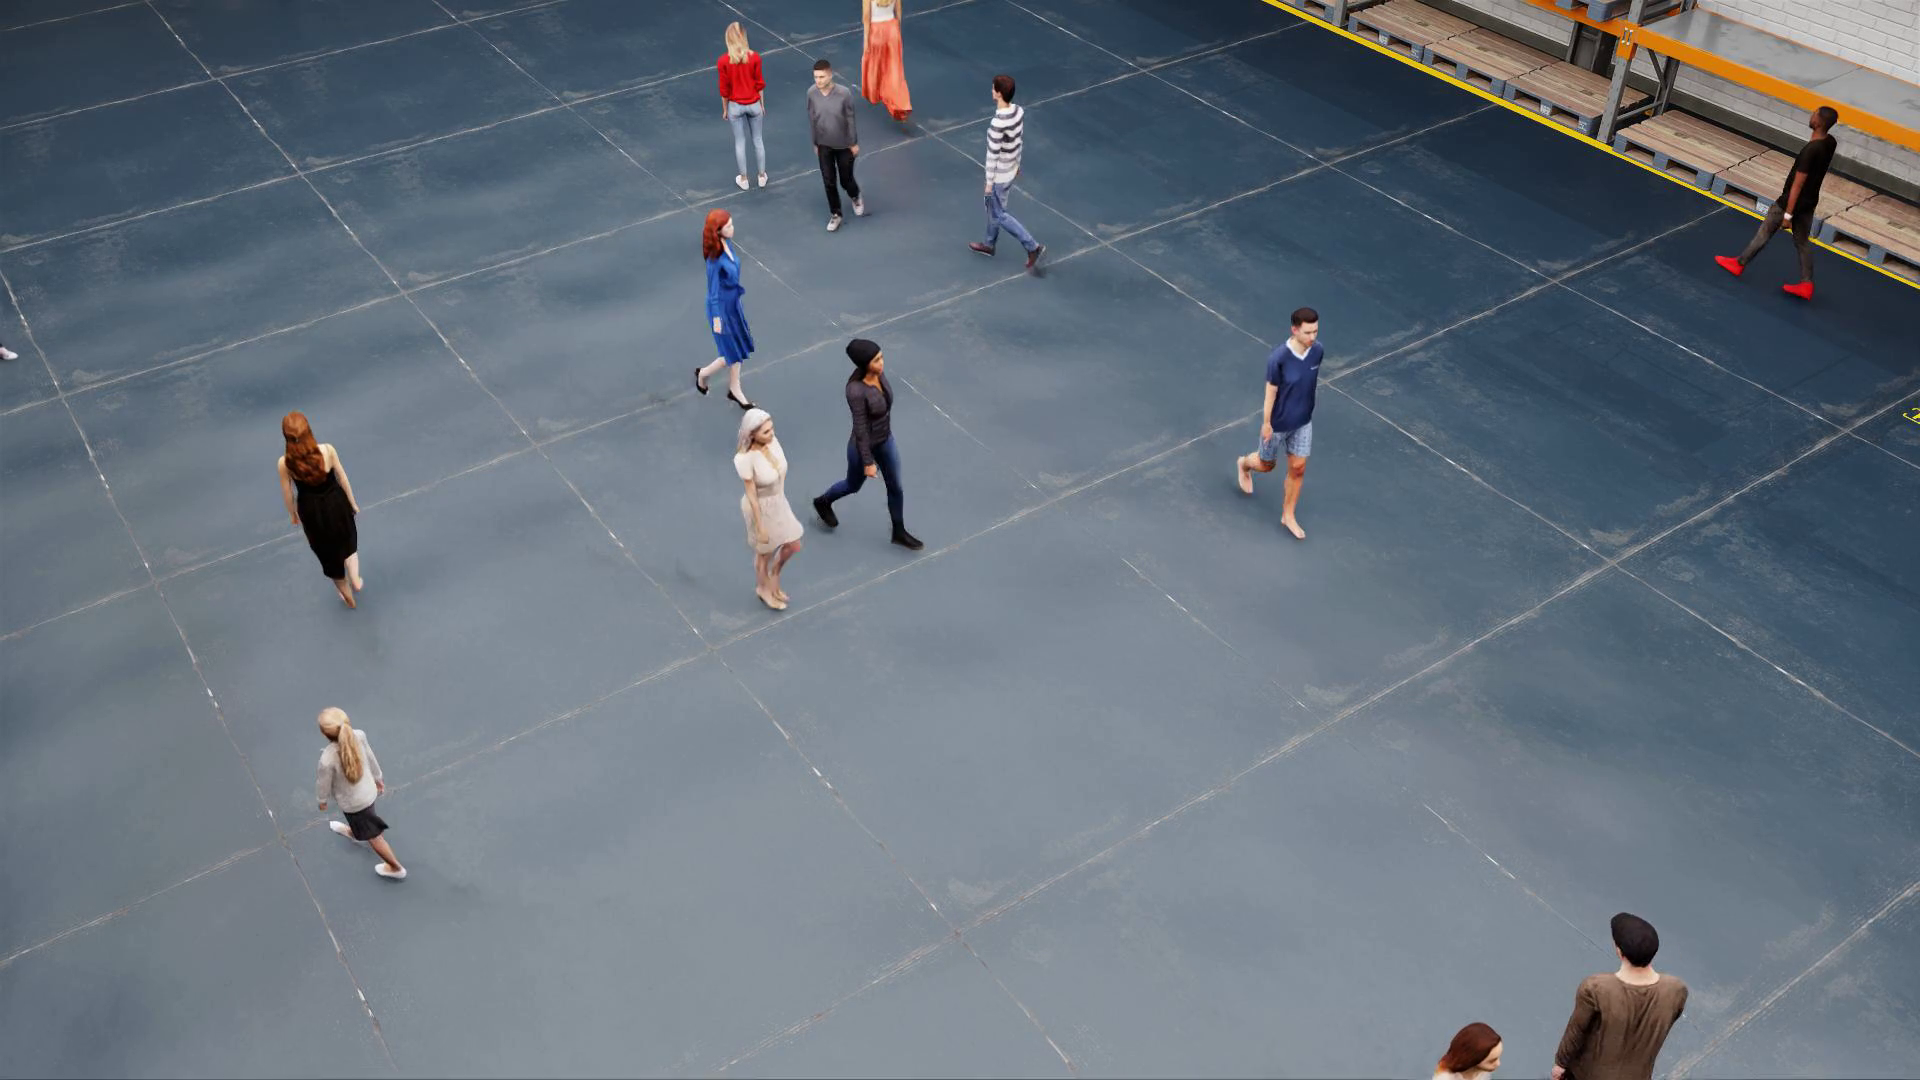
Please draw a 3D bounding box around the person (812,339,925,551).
[{"bbox_3d":[-0.738,-0.681,12.079,1.236,1.710,0.928,21,43,25],"label":"person"}]

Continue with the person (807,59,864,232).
[{"bbox_3d":[-1.179,-3.837,16.011,0.906,1.736,0.958,7,39,9],"label":"person"}]

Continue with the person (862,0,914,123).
[{"bbox_3d":[-0.775,-5.334,17.871,0.821,1.754,1.305,-15,41,-18],"label":"person"}]

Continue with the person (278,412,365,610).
[{"bbox_3d":[-4.376,-0.152,11.493,0.611,1.616,0.628,-20,43,-23],"label":"person"}]

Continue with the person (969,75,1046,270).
[{"bbox_3d":[0.462,-3.357,15.337,1.178,1.826,0.984,18,42,21],"label":"person"}]

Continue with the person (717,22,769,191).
[{"bbox_3d":[-2.164,-4.339,16.663,0.676,1.707,0.632,-10,40,-12],"label":"person"}]

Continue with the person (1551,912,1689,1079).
[{"bbox_3d":[3.114,2.579,7.896,1.112,1.837,1.243,3,39,4],"label":"person"}]

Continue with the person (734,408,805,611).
[{"bbox_3d":[-1.425,-0.197,11.462,0.742,1.724,0.709,17,42,20],"label":"person"}]

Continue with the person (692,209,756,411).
[{"bbox_3d":[-1.972,-1.839,13.443,0.946,1.817,0.888,6,39,8],"label":"person"}]

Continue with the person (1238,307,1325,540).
[{"bbox_3d":[2.371,-0.936,12.308,0.799,1.822,1.140,-14,41,-17],"label":"person"}]

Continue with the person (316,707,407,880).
[{"bbox_3d":[-3.480,1.508,9.711,0.918,1.245,0.769,15,41,18],"label":"person"}]

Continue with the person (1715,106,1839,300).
[{"bbox_3d":[7.601,-2.985,14.927,0.683,1.757,1.160,-22,44,-25],"label":"person"}]

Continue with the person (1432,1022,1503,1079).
[{"bbox_3d":[2.315,2.763,7.952,0.562,1.479,0.574,-24,45,-27],"label":"person"}]
